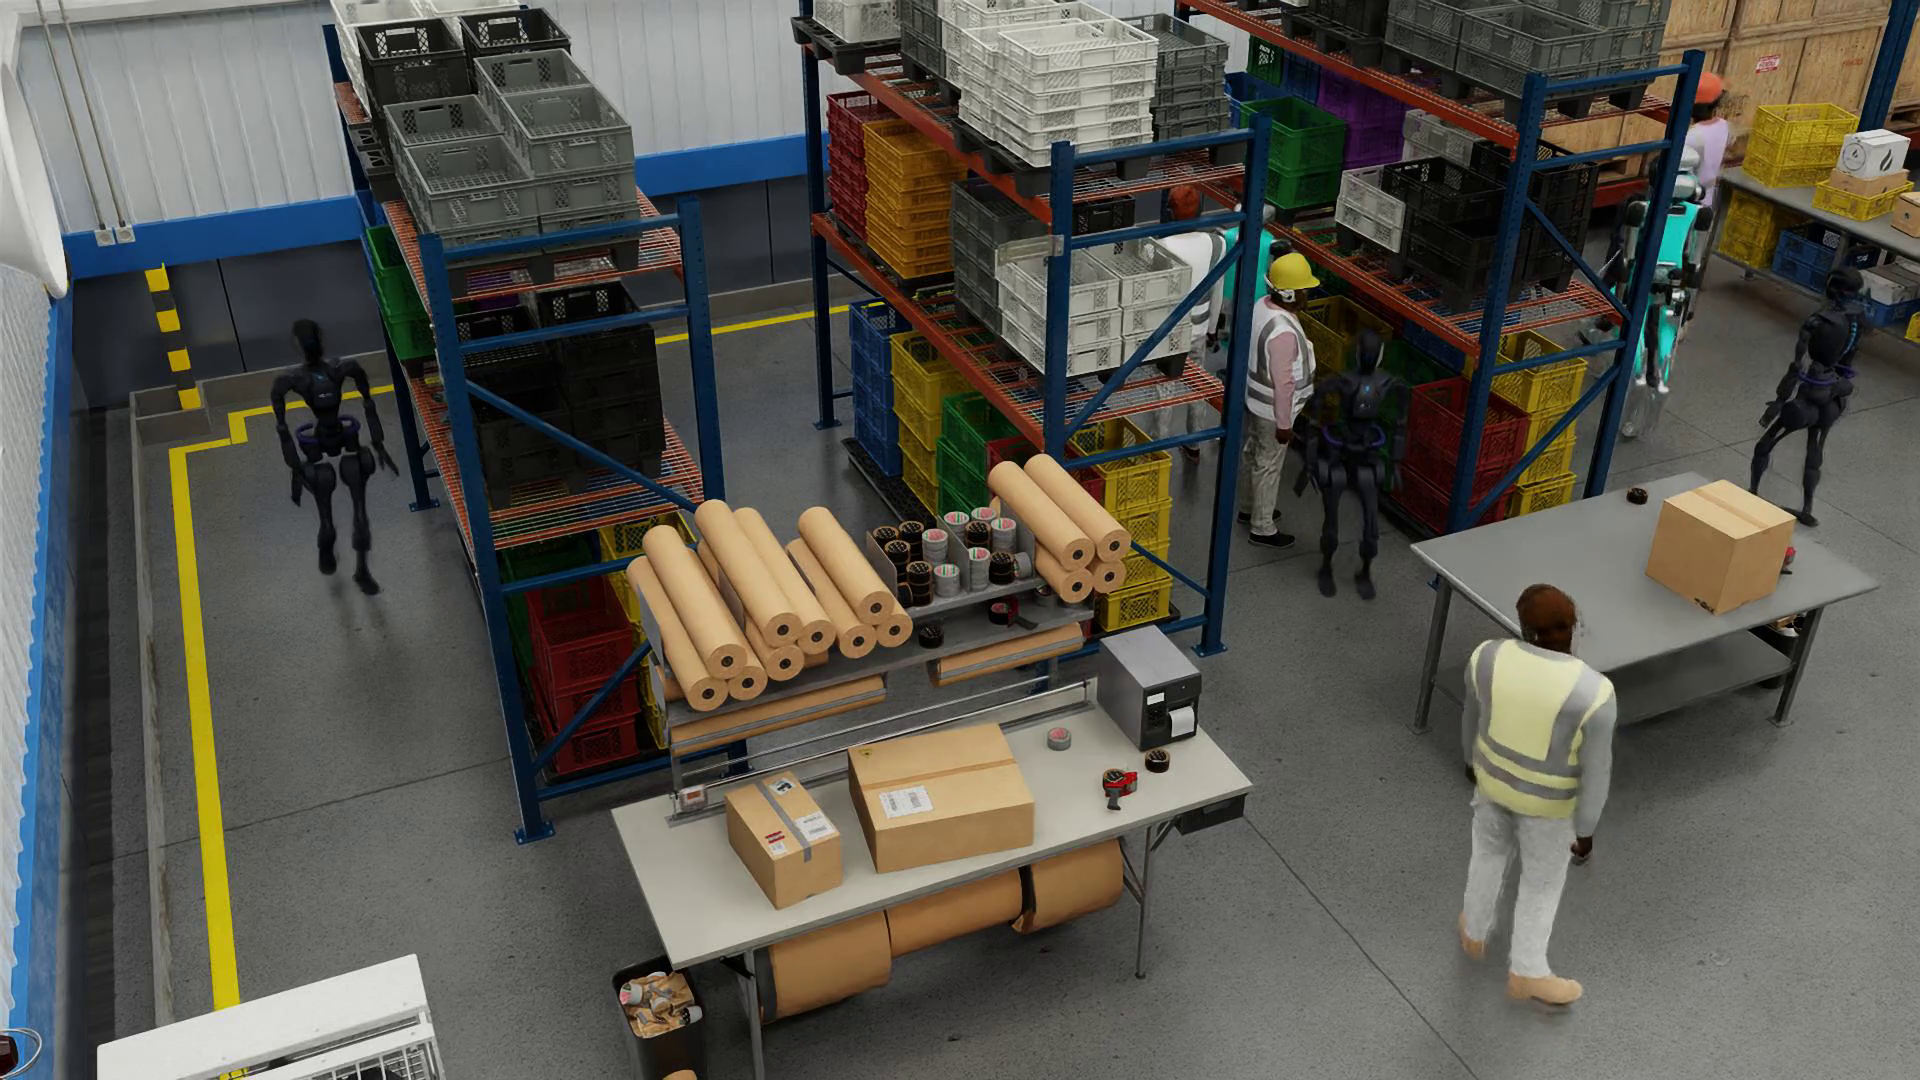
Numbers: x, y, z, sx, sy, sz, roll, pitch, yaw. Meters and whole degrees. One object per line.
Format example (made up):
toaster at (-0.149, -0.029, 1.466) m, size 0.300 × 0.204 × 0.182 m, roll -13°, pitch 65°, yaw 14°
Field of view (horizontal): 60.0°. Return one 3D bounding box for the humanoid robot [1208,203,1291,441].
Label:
humanoid robot at (1.905, -1.435, 10.820) m, size 0.530 × 1.719 × 0.721 m, roll 15°, pitch 35°, yaw 23°

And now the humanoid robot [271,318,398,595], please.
humanoid robot at (-3.537, -0.483, 9.426) m, size 0.601 × 1.645 × 0.468 m, roll -20°, pitch 37°, yaw -29°

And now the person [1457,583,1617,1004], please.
person at (2.371, 1.039, 6.823) m, size 0.454 × 1.802 × 0.768 m, roll -25°, pitch 39°, yaw -34°

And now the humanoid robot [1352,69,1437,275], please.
humanoid robot at (3.363, -2.937, 13.338) m, size 1.033 × 1.731 × 0.536 m, roll 19°, pitch 37°, yaw 28°

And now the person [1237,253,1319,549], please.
person at (1.870, -0.823, 9.815) m, size 0.403 × 1.833 × 0.585 m, roll -2°, pitch 32°, yaw -4°

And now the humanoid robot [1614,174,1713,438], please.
humanoid robot at (4.555, -1.415, 10.927) m, size 0.539 × 1.822 × 0.811 m, roll 7°, pitch 32°, yaw 11°

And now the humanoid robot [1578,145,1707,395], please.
humanoid robot at (4.638, -1.822, 11.576) m, size 0.709 × 1.835 × 0.530 m, roll -7°, pitch 32°, yaw -11°

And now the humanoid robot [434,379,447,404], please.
humanoid robot at (-3.373, -1.712, 11.374) m, size 0.912 × 1.788 × 0.542 m, roll -25°, pitch 39°, yaw -34°

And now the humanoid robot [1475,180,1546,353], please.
humanoid robot at (3.748, -1.737, 11.434) m, size 0.599 × 1.657 × 0.315 m, roll -4°, pitch 32°, yaw -7°

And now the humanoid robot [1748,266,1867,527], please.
humanoid robot at (5.153, -0.890, 10.077) m, size 0.584 × 1.642 × 0.538 m, roll -15°, pitch 35°, yaw -23°

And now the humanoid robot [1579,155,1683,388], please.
humanoid robot at (4.849, -1.957, 11.856) m, size 0.590 × 1.621 × 0.716 m, roll -4°, pitch 32°, yaw -7°

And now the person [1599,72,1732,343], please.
person at (5.302, -2.483, 12.344) m, size 0.660 × 2.018 × 0.674 m, roll -17°, pitch 36°, yaw -26°

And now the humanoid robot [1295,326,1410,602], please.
humanoid robot at (2.198, -0.425, 9.310) m, size 0.601 × 1.647 × 0.340 m, roll 1°, pitch 32°, yaw 1°

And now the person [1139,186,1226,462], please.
person at (1.387, -1.341, 10.605) m, size 0.574 × 1.887 × 0.362 m, roll -9°, pitch 33°, yaw -14°
